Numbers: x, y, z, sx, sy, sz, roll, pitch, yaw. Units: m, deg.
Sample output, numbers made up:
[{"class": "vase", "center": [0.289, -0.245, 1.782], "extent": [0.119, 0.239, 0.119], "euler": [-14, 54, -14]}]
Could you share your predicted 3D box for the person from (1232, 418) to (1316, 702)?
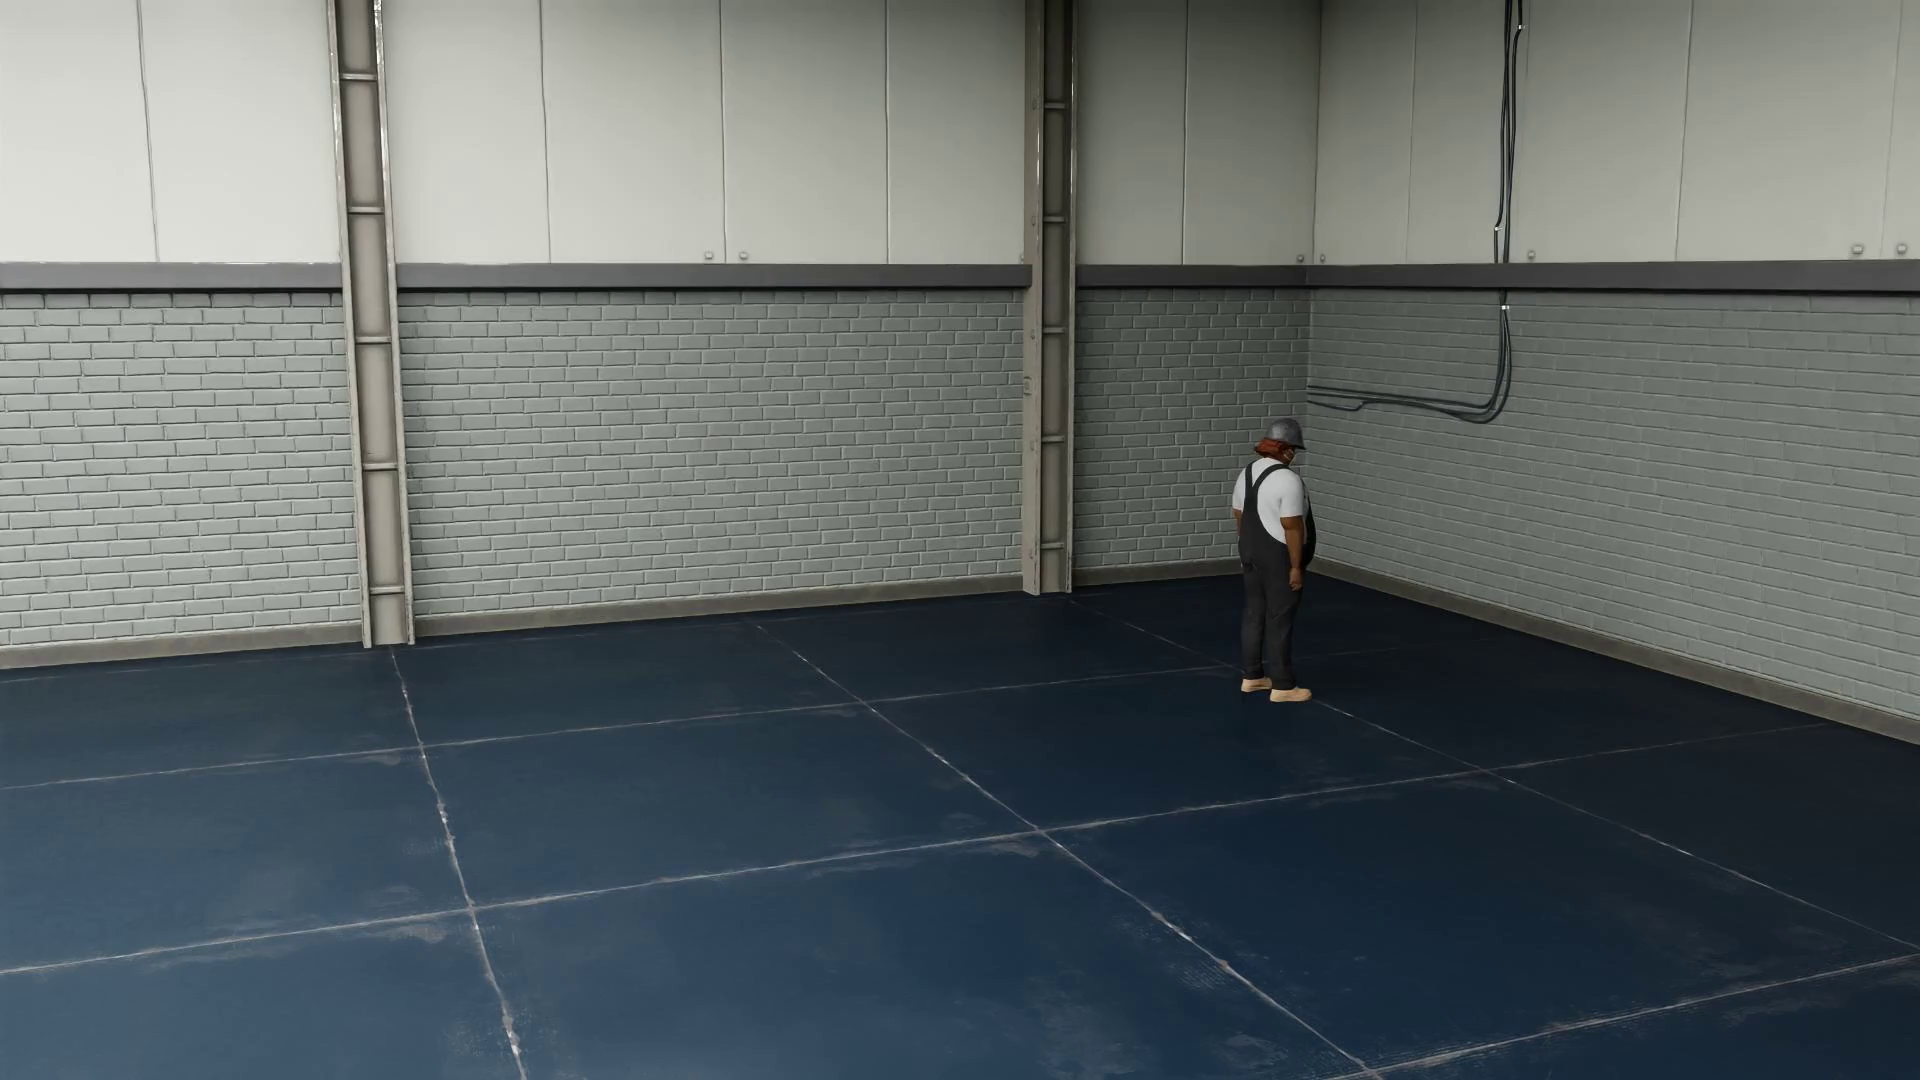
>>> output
[{"class": "person", "center": [2.289, 0.122, 11.951], "extent": [0.536, 2.000, 0.681], "euler": [-4, 10, -24]}]
